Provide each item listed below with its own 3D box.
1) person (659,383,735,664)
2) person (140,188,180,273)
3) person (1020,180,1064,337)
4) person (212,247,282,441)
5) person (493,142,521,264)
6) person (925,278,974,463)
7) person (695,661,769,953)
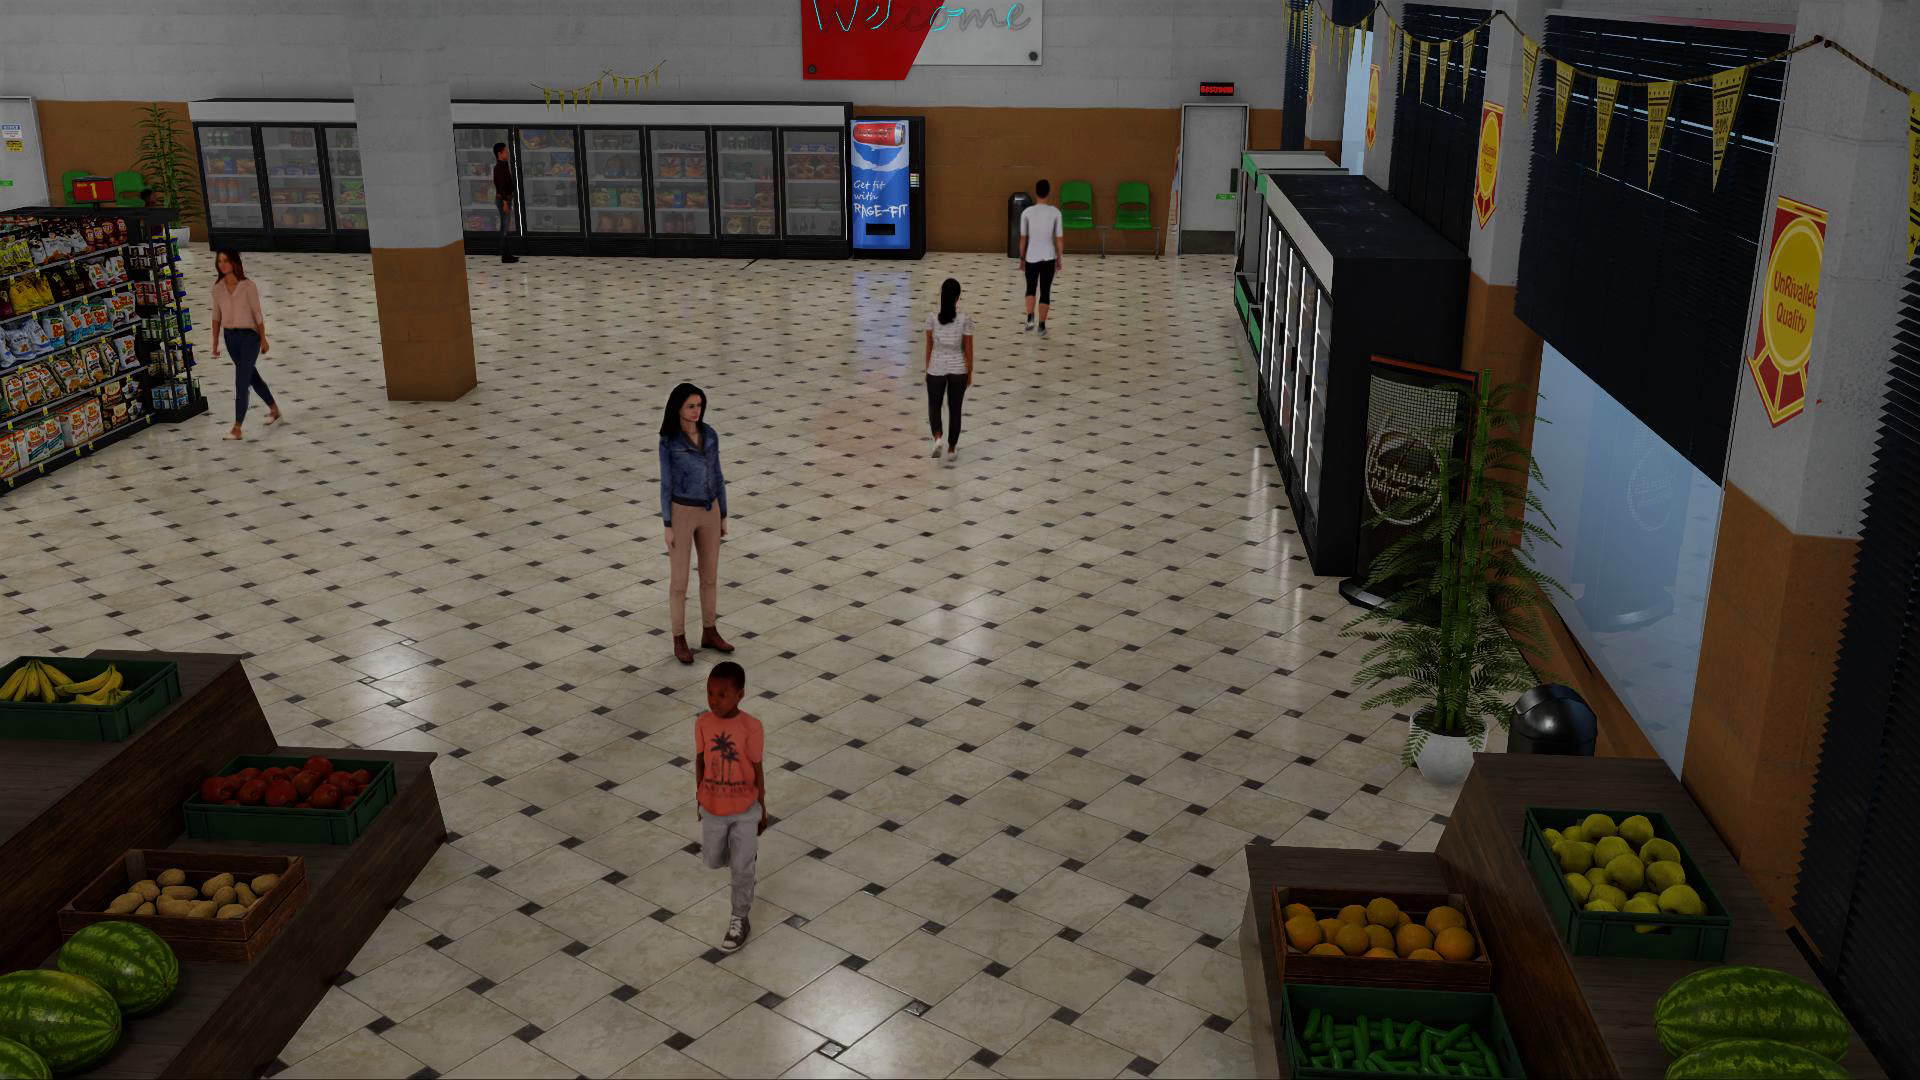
[{"bbox_3d":[-1.669,-0.115,10.352,0.693,1.776,0.743,-13,23,-34],"label":"person"},{"bbox_3d":[-11.693,-4.417,23.952,0.876,1.239,0.798,-16,25,-40],"label":"person"},{"bbox_3d":[0.958,-3.345,19.829,0.656,1.843,0.611,2,19,7],"label":"person"},{"bbox_3d":[-6.646,-1.835,15.514,0.653,1.738,1.175,3,19,8],"label":"person"},{"bbox_3d":[-6.894,-5.099,25.126,0.754,1.781,0.545,-3,19,-9],"label":"person"},{"bbox_3d":[-0.113,-1.452,14.534,0.579,1.639,0.768,1,19,3],"label":"person"},{"bbox_3d":[-0.992,1.138,7.387,0.555,1.298,0.781,5,19,13],"label":"person"}]
